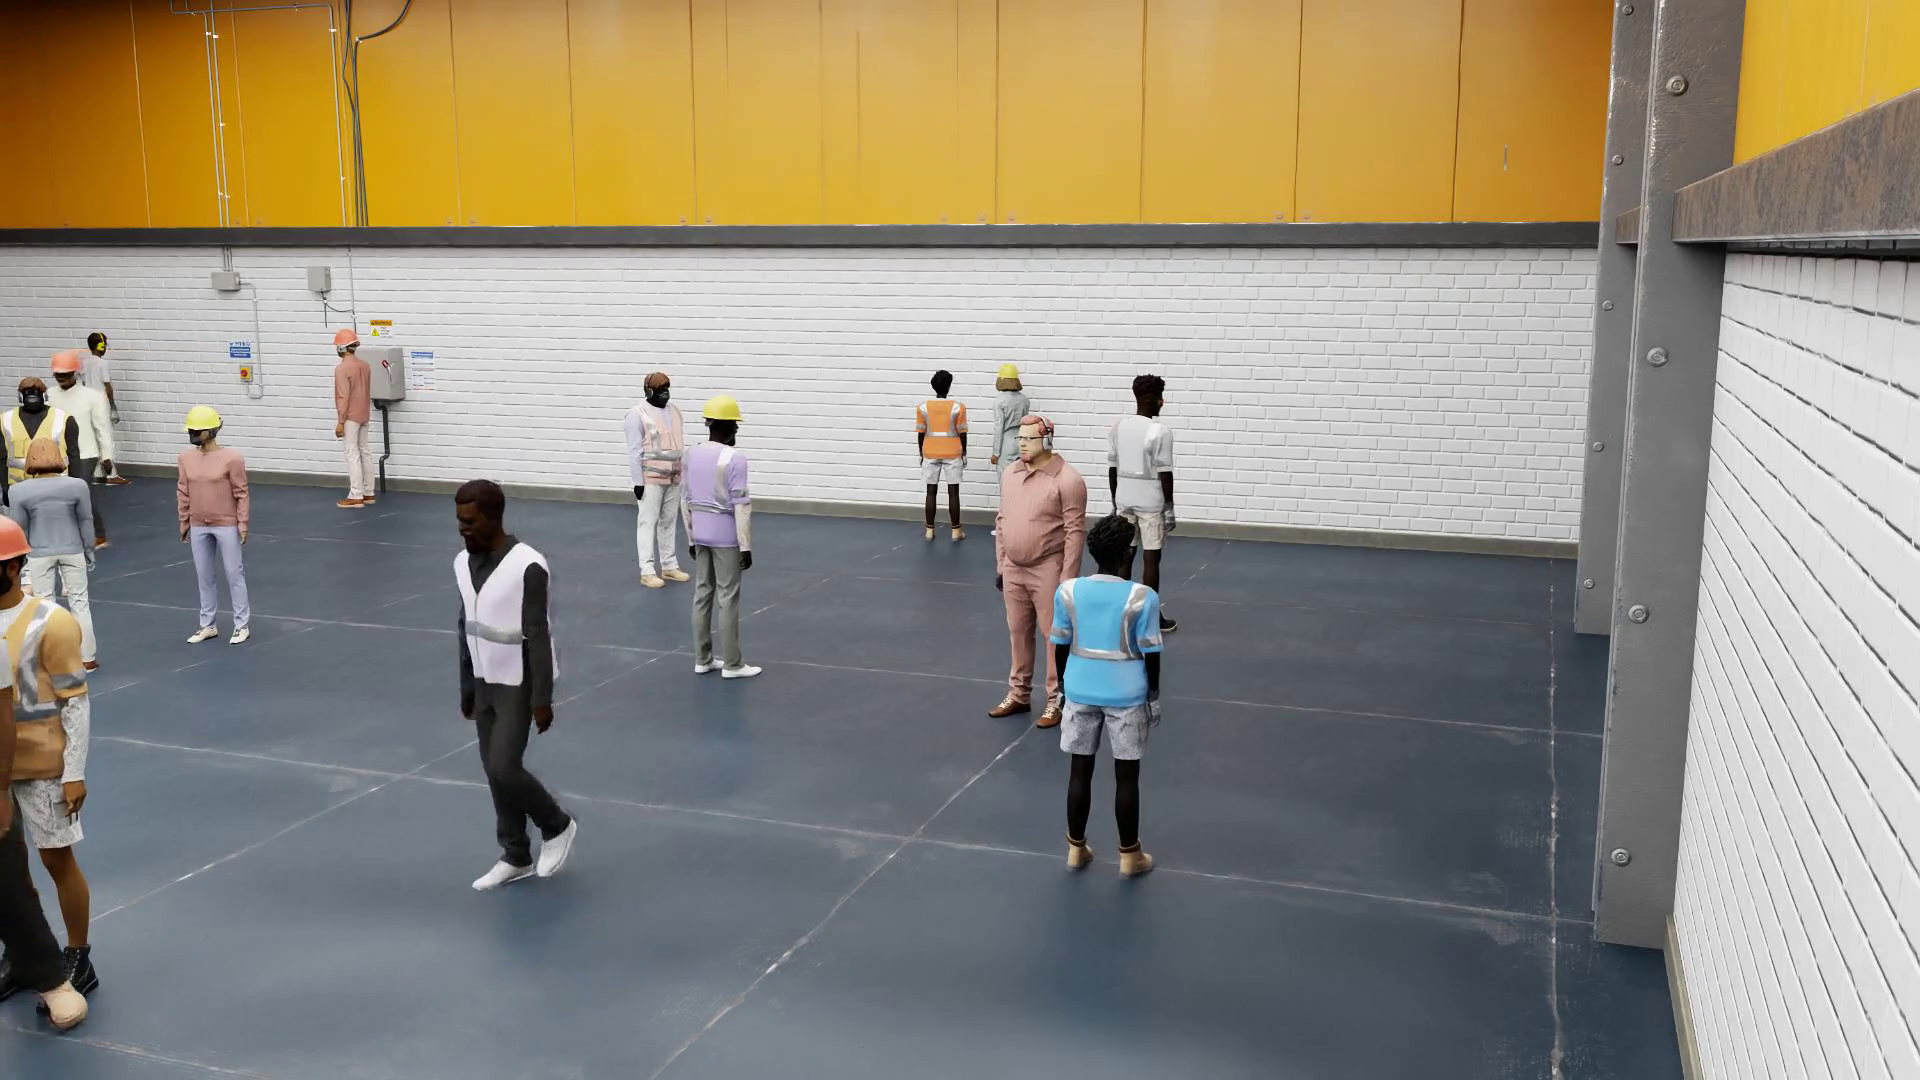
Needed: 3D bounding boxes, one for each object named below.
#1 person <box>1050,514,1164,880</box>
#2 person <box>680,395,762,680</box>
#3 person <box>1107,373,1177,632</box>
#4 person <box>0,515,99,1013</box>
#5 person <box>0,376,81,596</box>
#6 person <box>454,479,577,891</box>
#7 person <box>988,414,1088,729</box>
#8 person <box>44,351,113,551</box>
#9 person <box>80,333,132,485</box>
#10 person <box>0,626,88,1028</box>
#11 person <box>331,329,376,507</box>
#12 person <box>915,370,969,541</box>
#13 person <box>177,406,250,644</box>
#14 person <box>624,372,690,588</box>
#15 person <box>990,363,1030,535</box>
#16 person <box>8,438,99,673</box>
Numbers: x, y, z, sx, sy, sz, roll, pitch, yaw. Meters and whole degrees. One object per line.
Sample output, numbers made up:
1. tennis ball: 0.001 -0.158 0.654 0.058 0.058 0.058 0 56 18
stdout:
1. person: 0.684 0.724 7.711 0.540 1.695 0.317 5 11 24
2. person: -1.627 -0.020 11.260 0.590 1.923 0.384 8 13 37
3. person: 1.385 -0.277 12.603 0.372 1.962 0.603 -9 14 -43
4. person: -3.593 0.849 6.326 0.553 1.935 0.363 2 10 12
5. person: -7.651 -0.437 13.838 0.626 1.847 0.429 -3 11 -17
6. person: -2.059 0.657 7.515 0.599 1.897 0.444 8 13 38
7. person: 0.453 0.185 10.160 0.646 1.908 0.408 9 13 41
8. person: -8.339 -0.791 15.552 0.629 1.925 1.091 1 10 7
9. person: -10.485 -1.599 20.328 0.519 1.865 0.328 5 11 25
10. person: -3.631 0.880 5.864 0.886 2.000 0.642 -6 11 -29
11. person: -6.804 -1.361 18.612 0.385 1.993 0.623 2 10 9
12. person: -0.171 -0.829 16.458 0.532 1.696 0.319 2 10 10
13. person: -5.474 -0.104 12.186 0.533 1.765 0.321 1 10 6
14. person: -2.585 -0.526 14.342 0.429 1.843 0.628 7 12 33
15. person: 0.494 -0.909 16.775 0.490 1.743 0.324 -9 14 -42
16. person: -6.141 0.119 11.295 0.497 1.634 0.287 -7 12 -33
